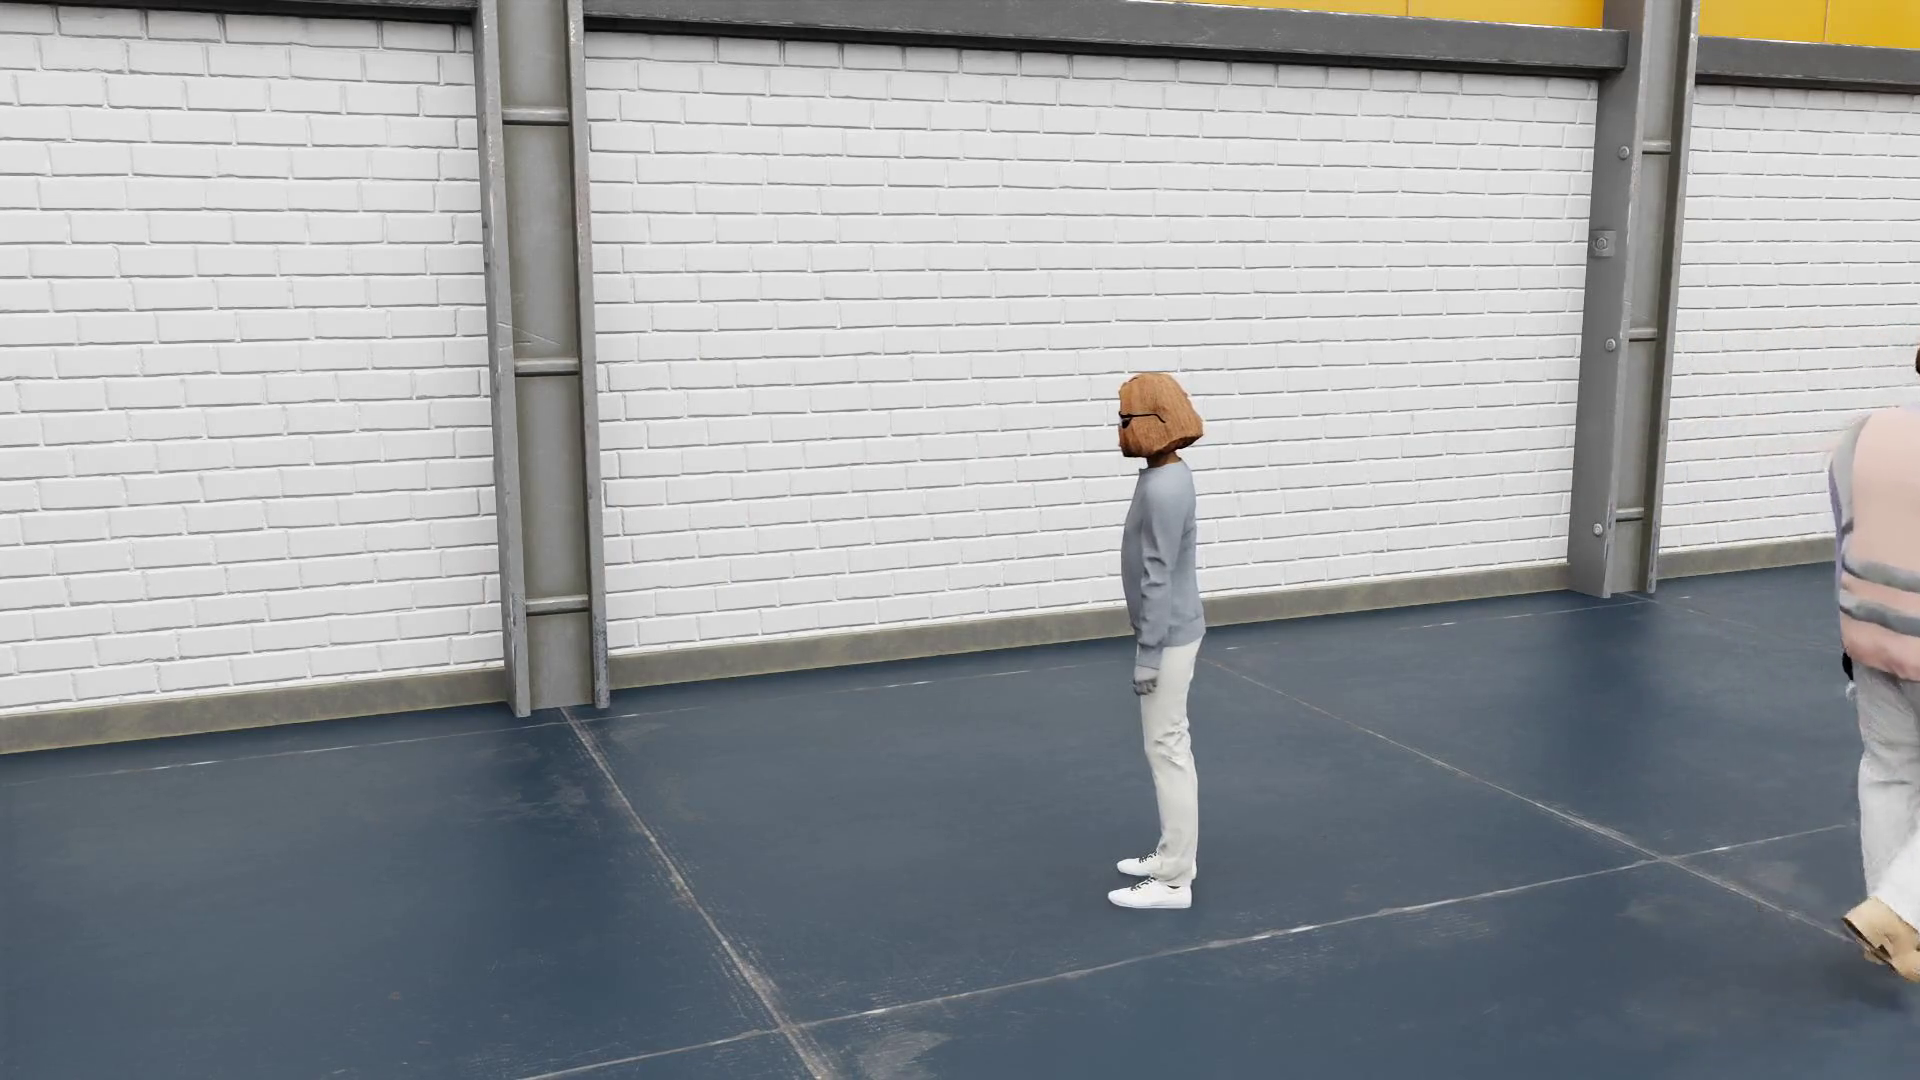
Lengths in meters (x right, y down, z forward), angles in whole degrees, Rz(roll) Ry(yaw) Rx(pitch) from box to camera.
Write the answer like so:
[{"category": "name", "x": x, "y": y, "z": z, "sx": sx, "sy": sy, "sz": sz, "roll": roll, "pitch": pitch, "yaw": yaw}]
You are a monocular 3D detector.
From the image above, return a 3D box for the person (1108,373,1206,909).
[{"category": "person", "x": 0.605, "y": 0.306, "z": 5.064, "sx": 0.280, "sy": 1.624, "sz": 0.494, "roll": 1, "pitch": 10, "yaw": 7}]

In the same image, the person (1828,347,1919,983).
[{"category": "person", "x": 2.607, "y": 0.308, "z": 4.490, "sx": 0.461, "sy": 1.825, "sz": 0.637, "roll": -4, "pitch": 11, "yaw": -21}]
